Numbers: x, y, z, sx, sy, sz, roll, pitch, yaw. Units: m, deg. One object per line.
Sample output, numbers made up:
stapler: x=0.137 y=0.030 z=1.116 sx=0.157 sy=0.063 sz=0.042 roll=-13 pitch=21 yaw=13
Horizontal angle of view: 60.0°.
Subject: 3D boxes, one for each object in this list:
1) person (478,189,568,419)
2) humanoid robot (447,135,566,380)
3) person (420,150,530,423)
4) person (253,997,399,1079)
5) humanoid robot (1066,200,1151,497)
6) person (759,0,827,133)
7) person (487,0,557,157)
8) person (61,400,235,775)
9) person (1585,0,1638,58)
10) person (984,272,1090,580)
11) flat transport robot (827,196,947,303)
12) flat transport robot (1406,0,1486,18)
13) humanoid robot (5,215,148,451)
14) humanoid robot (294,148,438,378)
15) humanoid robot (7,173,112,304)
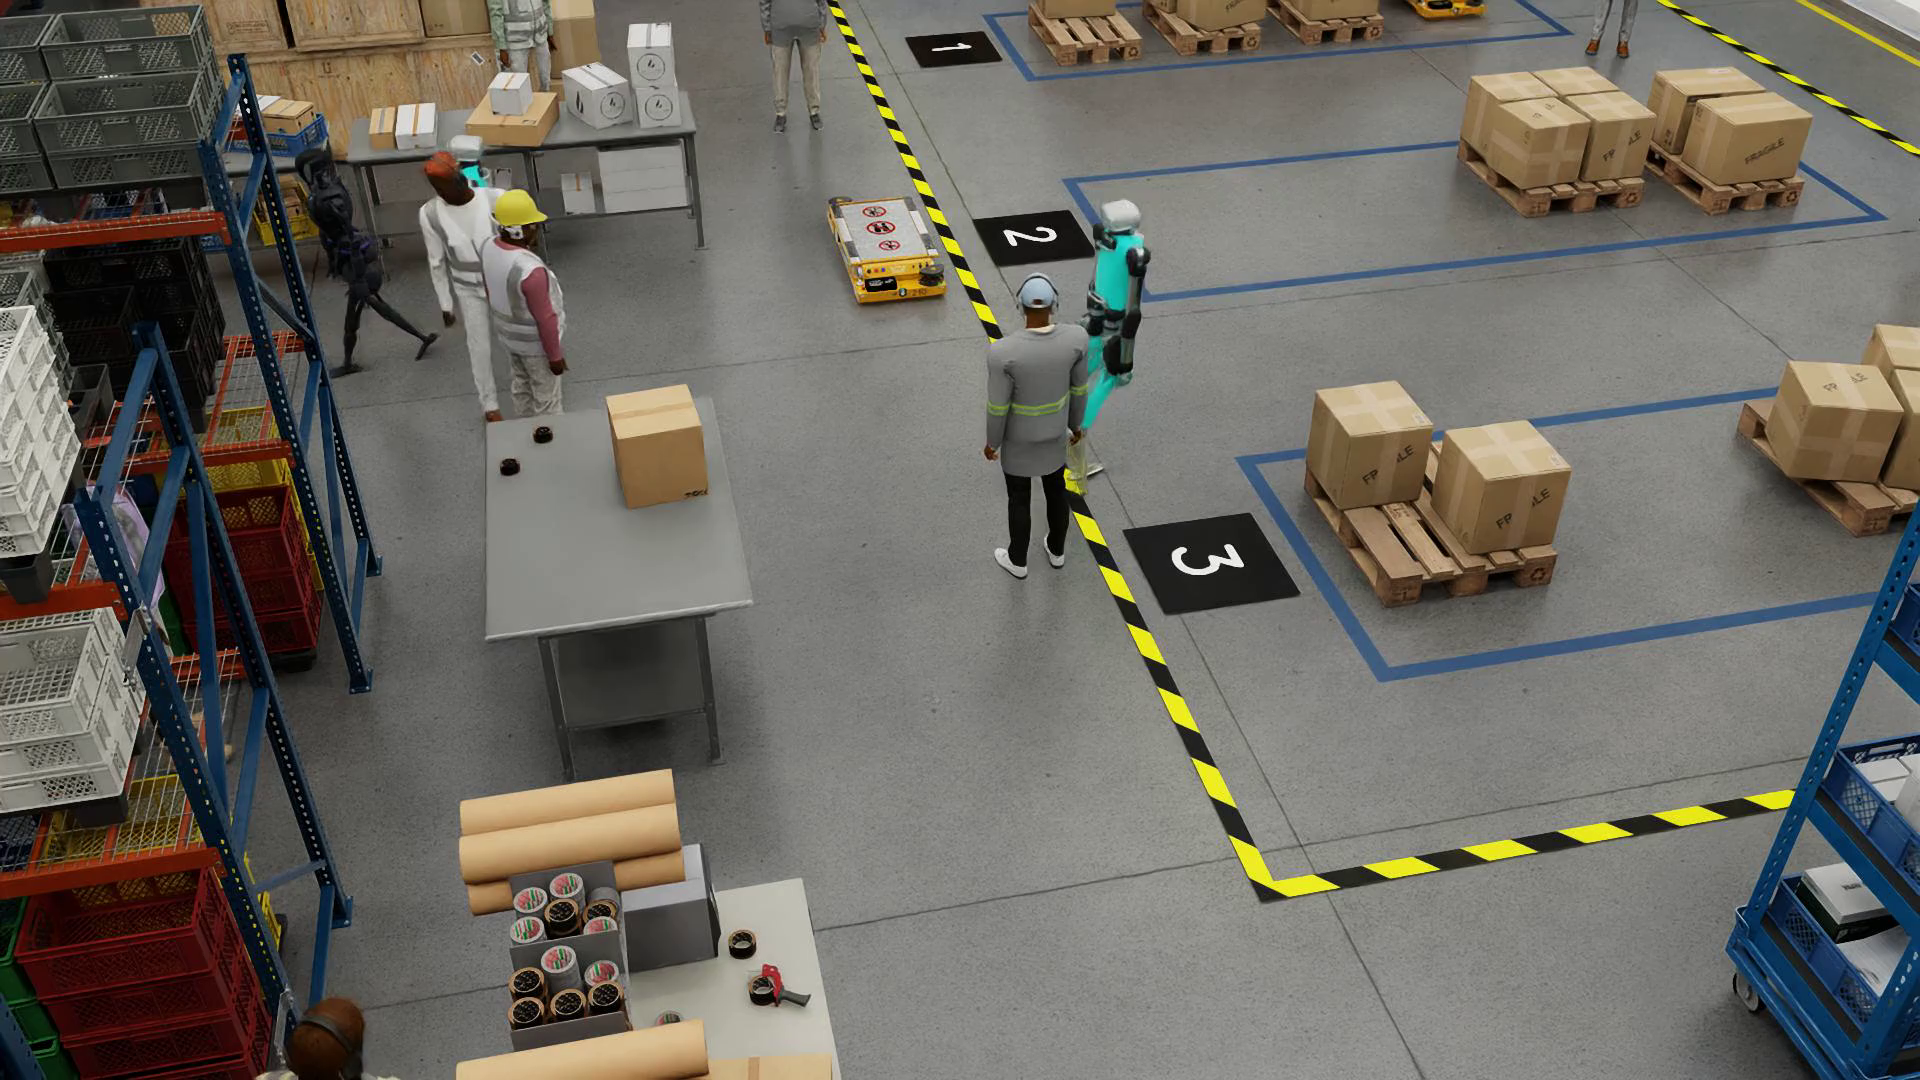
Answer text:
person: x=-2.536 y=-1.216 z=9.880 sx=0.404 sy=1.828 sz=0.591 roll=-30 pitch=46 yaw=-34
humanoid robot: x=-2.824 y=-1.750 z=10.663 sx=0.682 sy=1.780 sz=0.544 roll=-10 pitch=38 yaw=-13
person: x=-2.929 y=-1.548 z=10.291 sx=0.607 sy=1.865 sz=0.432 roll=-12 pitch=38 yaw=-16
person: x=-1.871 y=2.134 z=5.373 sx=0.625 sy=1.841 sz=0.430 roll=6 pitch=37 yaw=9
humanoid robot: x=0.711 y=-1.081 z=9.828 sx=0.745 sy=1.824 sz=0.577 roll=-14 pitch=39 yaw=-19
person: x=-1.404 y=-4.346 z=14.137 sx=0.569 sy=1.766 sz=0.397 roll=-5 pitch=37 yaw=-7
person: x=-3.583 y=-4.143 z=13.727 sx=0.412 sy=1.939 sz=0.602 roll=25 pitch=43 yaw=29
person: x=-3.839 y=0.221 z=7.774 sx=0.392 sy=2.038 sz=0.613 roll=-20 pitch=41 yaw=-25
person: x=6.286 y=-5.479 z=15.566 sx=0.586 sy=1.884 sz=0.362 roll=10 pitch=38 yaw=14
person: x=0.399 y=-0.619 z=9.059 sx=0.597 sy=1.850 sz=0.384 roll=-13 pitch=39 yaw=-17
flat transport robot: x=-0.570 y=-2.220 z=12.538 sx=0.659 sy=0.231 sz=1.431 roll=-8 pitch=37 yaw=-10
flat transport robot: x=4.849 y=-5.788 z=17.309 sx=0.652 sy=0.197 sz=1.431 roll=-8 pitch=37 yaw=-10
humanoid robot: x=-4.940 y=-0.994 z=9.689 sx=1.036 sy=1.751 sz=0.536 roll=15 pitch=39 yaw=19
humanoid robot: x=-3.944 y=-1.835 z=10.905 sx=0.784 sy=1.620 sz=0.589 roll=-28 pitch=45 yaw=-32
humanoid robot: x=-5.856 y=-1.850 z=10.872 sx=0.602 sy=1.643 sz=0.409 roll=1 pitch=37 yaw=1
